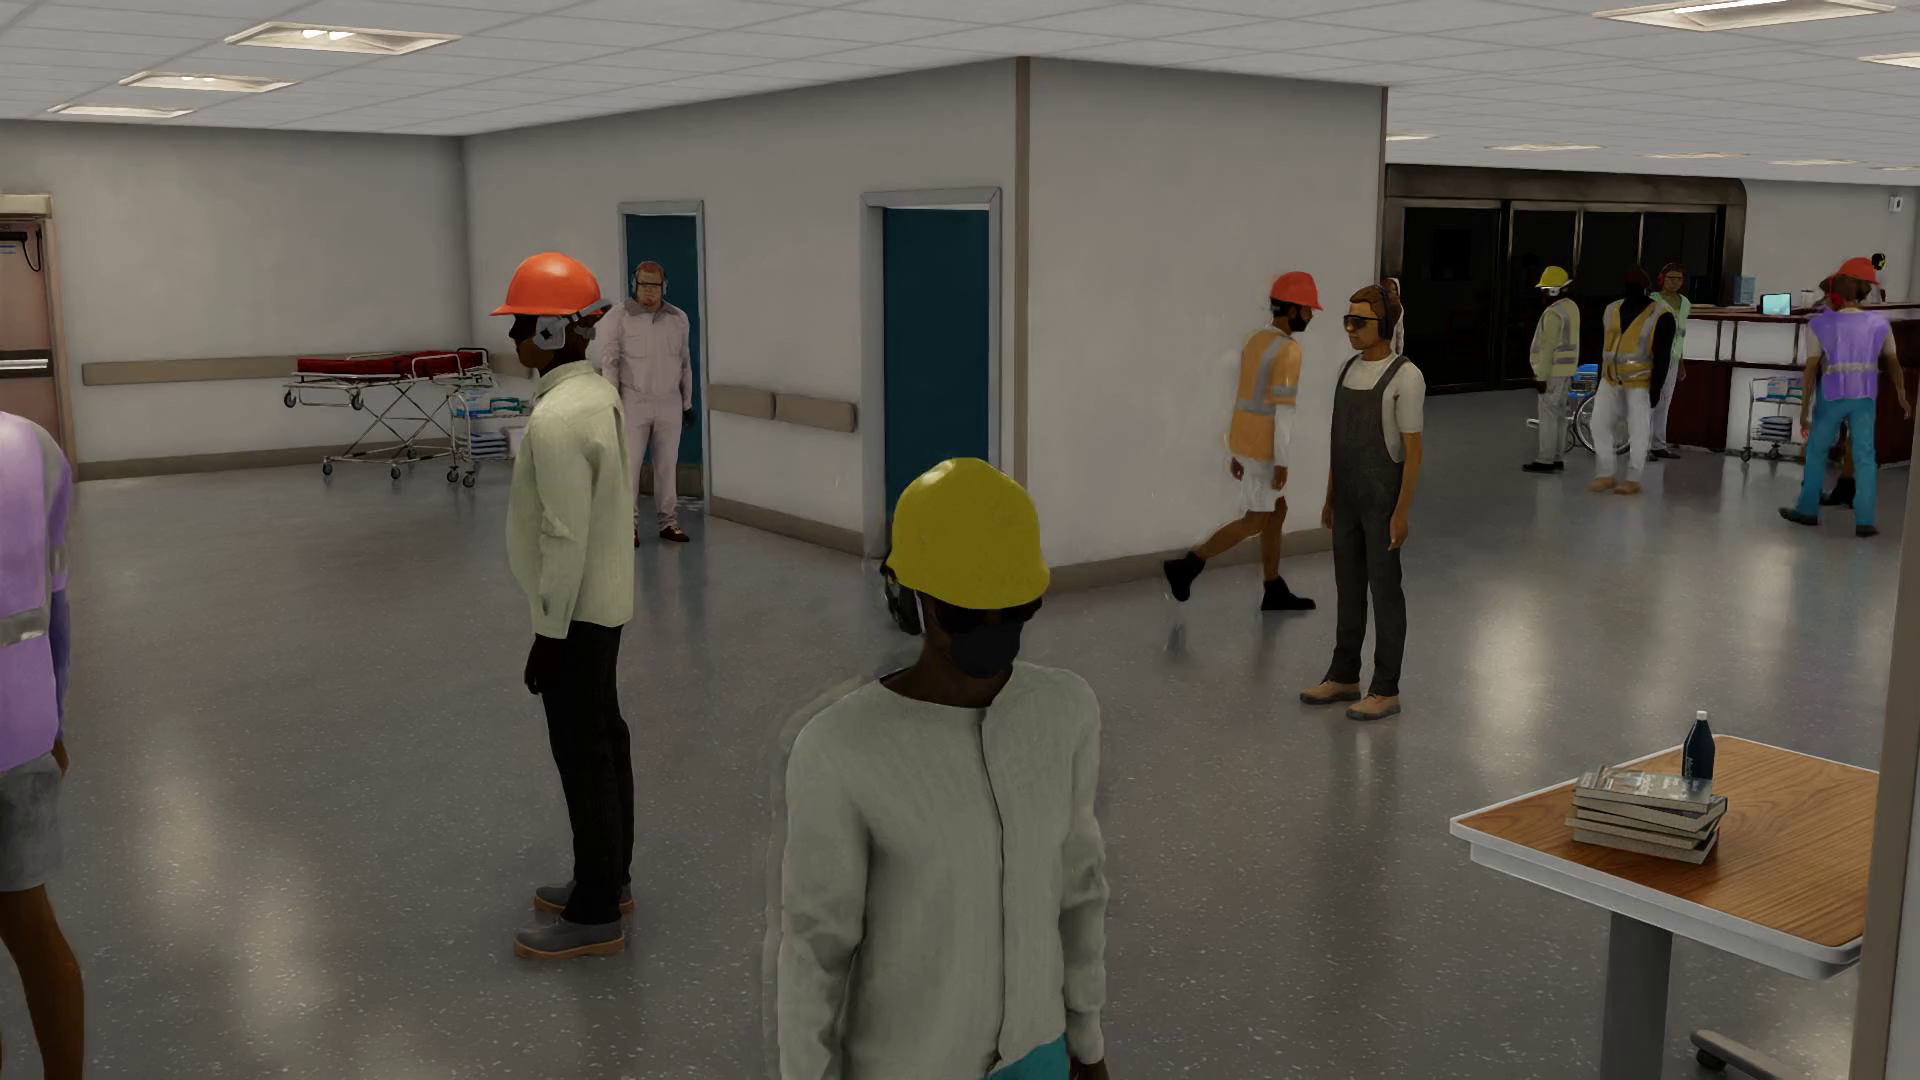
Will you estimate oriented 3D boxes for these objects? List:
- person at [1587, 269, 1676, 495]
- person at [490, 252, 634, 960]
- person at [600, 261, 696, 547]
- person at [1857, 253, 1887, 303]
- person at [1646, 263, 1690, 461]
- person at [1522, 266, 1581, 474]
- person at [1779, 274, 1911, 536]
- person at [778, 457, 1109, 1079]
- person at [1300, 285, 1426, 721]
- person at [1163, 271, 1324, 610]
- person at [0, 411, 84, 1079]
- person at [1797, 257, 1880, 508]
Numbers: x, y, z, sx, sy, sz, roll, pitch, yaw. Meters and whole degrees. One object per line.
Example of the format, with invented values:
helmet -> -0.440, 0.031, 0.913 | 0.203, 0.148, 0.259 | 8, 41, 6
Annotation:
person -> 5.311, -1.245, 13.285 | 0.641, 1.814, 0.659 | -7, 12, -36
person -> -1.109, 0.190, 4.748 | 0.375, 1.995, 0.611 | 0, 10, -2
person -> -2.073, -0.908, 11.166 | 0.636, 1.903, 0.404 | -6, 12, -32
person -> 15.498, -3.942, 28.301 | 0.332, 1.857, 0.520 | -5, 11, -26
person -> 6.573, -1.667, 15.587 | 0.564, 1.840, 0.397 | -5, 11, -27
person -> 5.223, -1.490, 14.652 | 0.404, 1.826, 0.593 | 8, 13, 37
person -> 6.292, -0.951, 11.681 | 0.786, 1.800, 0.774 | 1, 10, 8
person -> -0.052, 0.728, 2.440 | 0.525, 1.748, 0.581 | -8, 13, -37
person -> 1.739, -0.158, 7.111 | 0.345, 1.847, 0.504 | -5, 12, -28
person -> 1.538, -0.506, 8.995 | 0.830, 1.890, 0.555 | -2, 10, -10
person -> -2.074, 0.413, 3.418 | 0.410, 2.030, 0.611 | 1, 10, 8
person -> 6.798, -1.189, 12.703 | 0.663, 1.905, 0.538 | 3, 10, 15
